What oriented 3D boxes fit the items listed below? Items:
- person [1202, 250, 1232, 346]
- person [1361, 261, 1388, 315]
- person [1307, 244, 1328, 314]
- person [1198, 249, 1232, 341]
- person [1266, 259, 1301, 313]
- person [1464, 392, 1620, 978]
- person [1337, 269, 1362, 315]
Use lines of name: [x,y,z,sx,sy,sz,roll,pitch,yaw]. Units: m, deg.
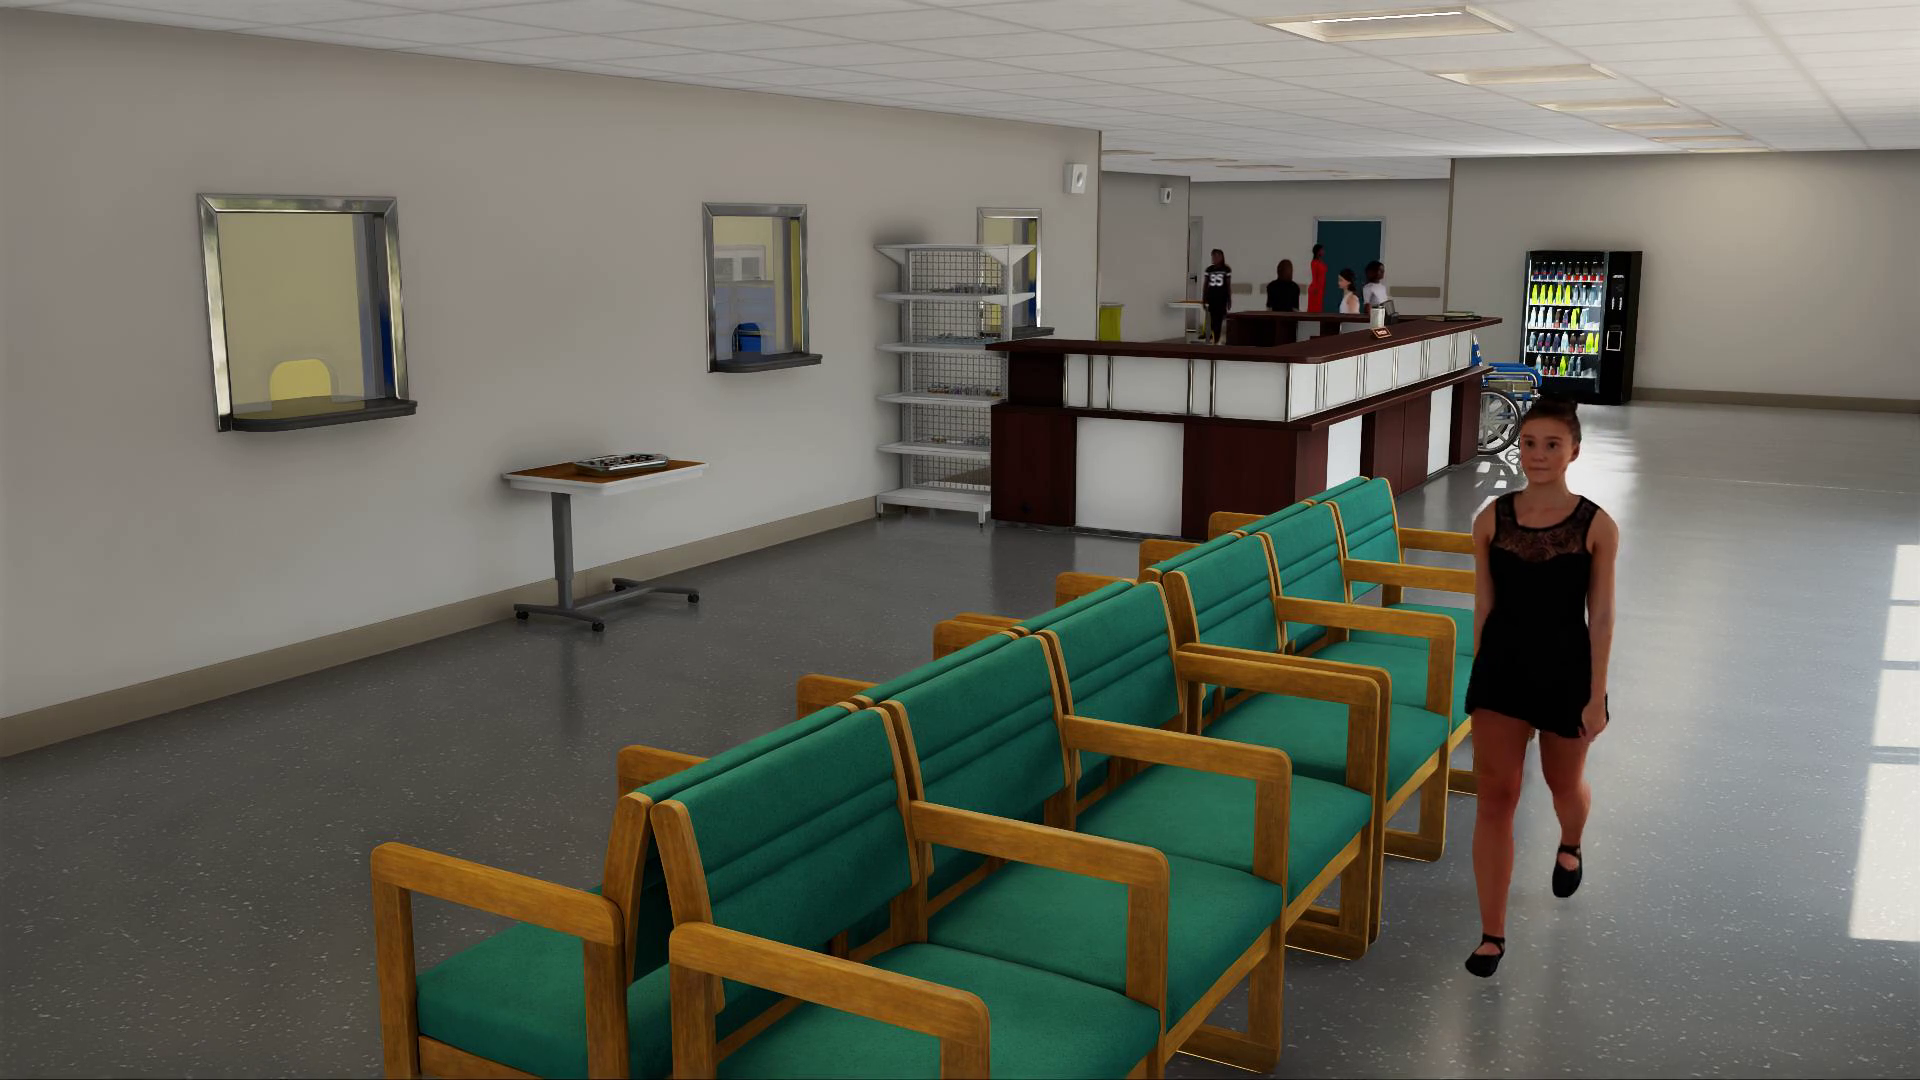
person: [4.422,-4.084,28.513,1.149,1.687,0.796,4,12,22]
person: [5.023,-2.533,20.257,0.584,1.719,0.630,9,14,41]
person: [6.796,-4.739,31.694,0.613,1.789,0.654,8,13,36]
person: [4.893,-4.536,30.903,1.103,1.686,0.682,5,12,23]
person: [4.247,-2.827,21.865,0.681,1.696,0.765,0,11,2]
person: [1.750,0.411,4.960,1.045,1.637,0.624,6,12,28]
person: [4.705,-2.391,19.769,0.831,1.621,0.762,-2,11,-8]
